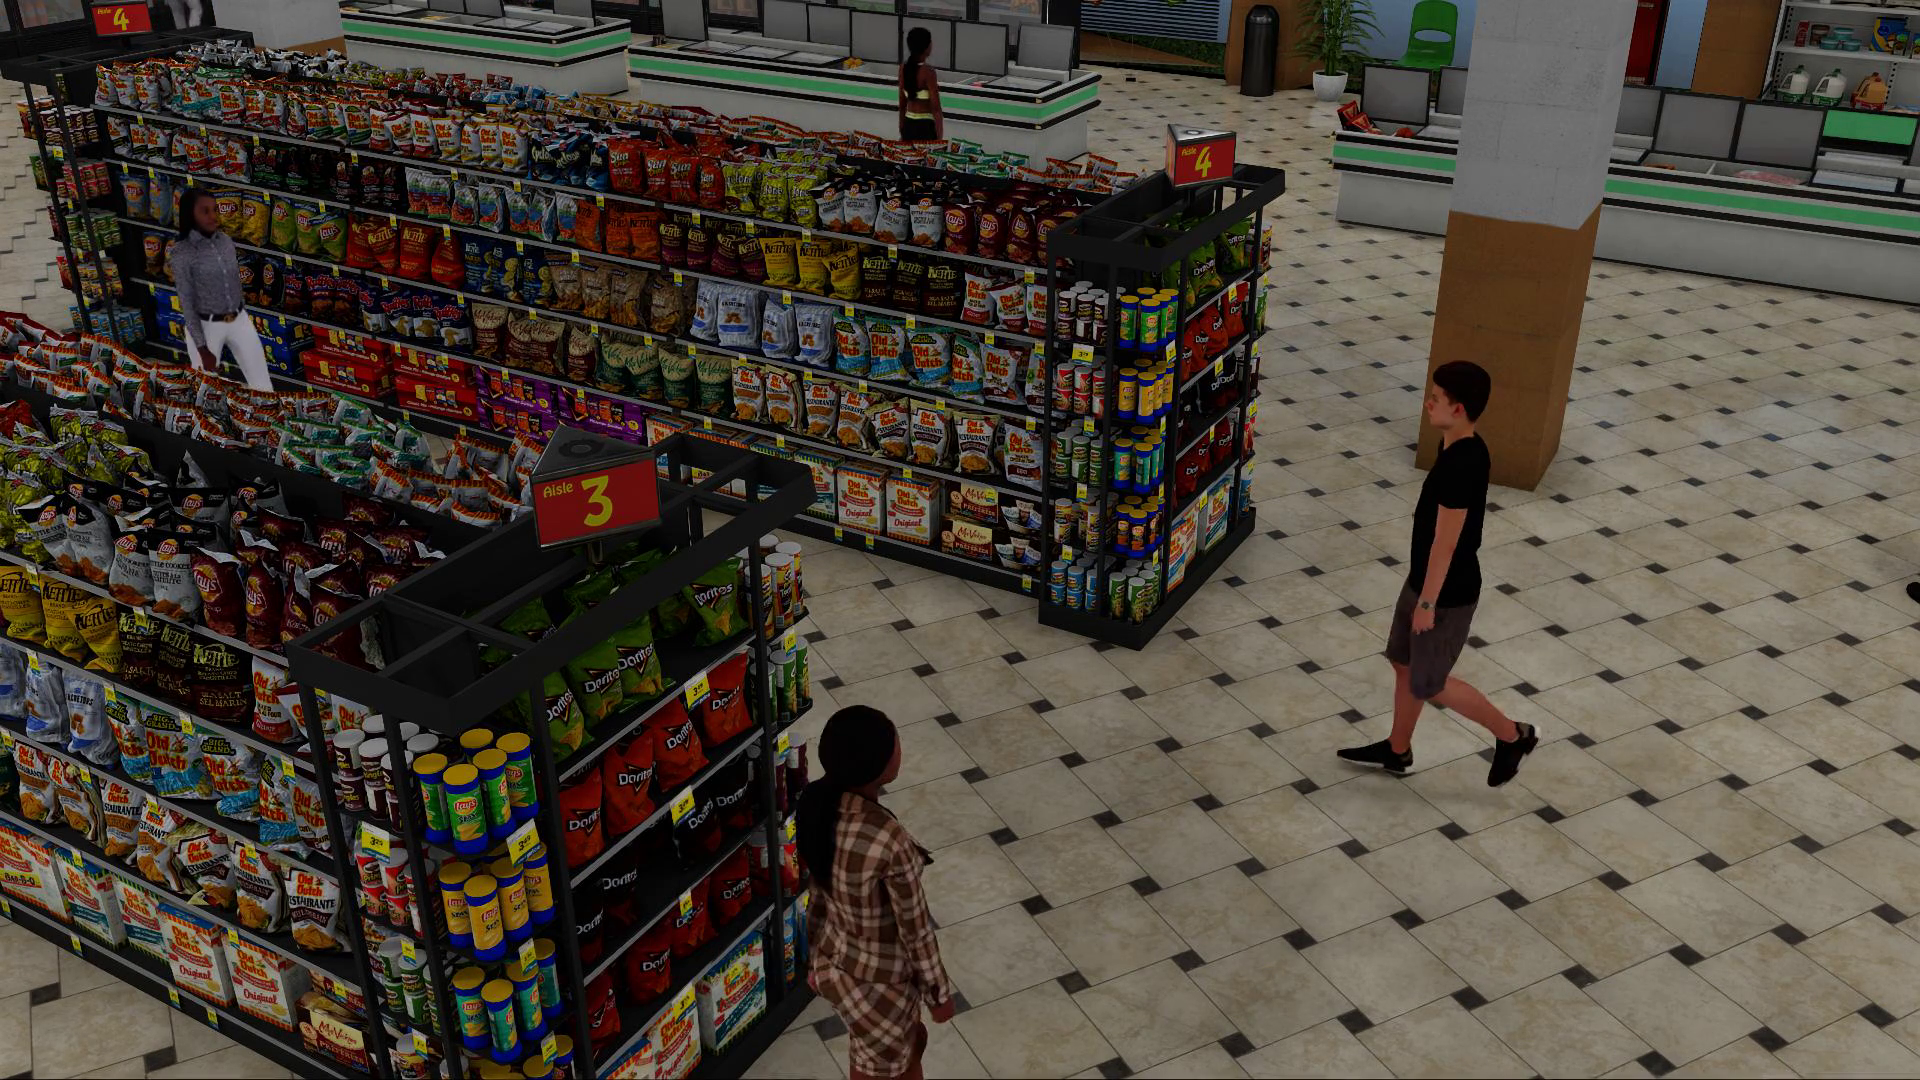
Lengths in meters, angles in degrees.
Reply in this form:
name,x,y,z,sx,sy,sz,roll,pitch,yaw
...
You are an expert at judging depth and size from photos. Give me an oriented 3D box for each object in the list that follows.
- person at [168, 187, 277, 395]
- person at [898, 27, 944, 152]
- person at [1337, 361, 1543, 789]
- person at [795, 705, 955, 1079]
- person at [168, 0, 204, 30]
name,x,y,z,sx,sy,sz,roll,pitch,yaw
person,-4.271,-1.141,9.458,1.217,1.677,0.667,17,32,30
person,-0.382,-3.253,13.564,1.011,1.731,0.739,20,33,34
person,2.014,0.195,6.641,1.118,1.843,0.886,5,27,10
person,-0.312,1.329,4.588,0.934,1.677,1.092,-18,32,-31
person,-9.743,-6.983,20.686,1.076,1.943,1.128,-6,28,-12
